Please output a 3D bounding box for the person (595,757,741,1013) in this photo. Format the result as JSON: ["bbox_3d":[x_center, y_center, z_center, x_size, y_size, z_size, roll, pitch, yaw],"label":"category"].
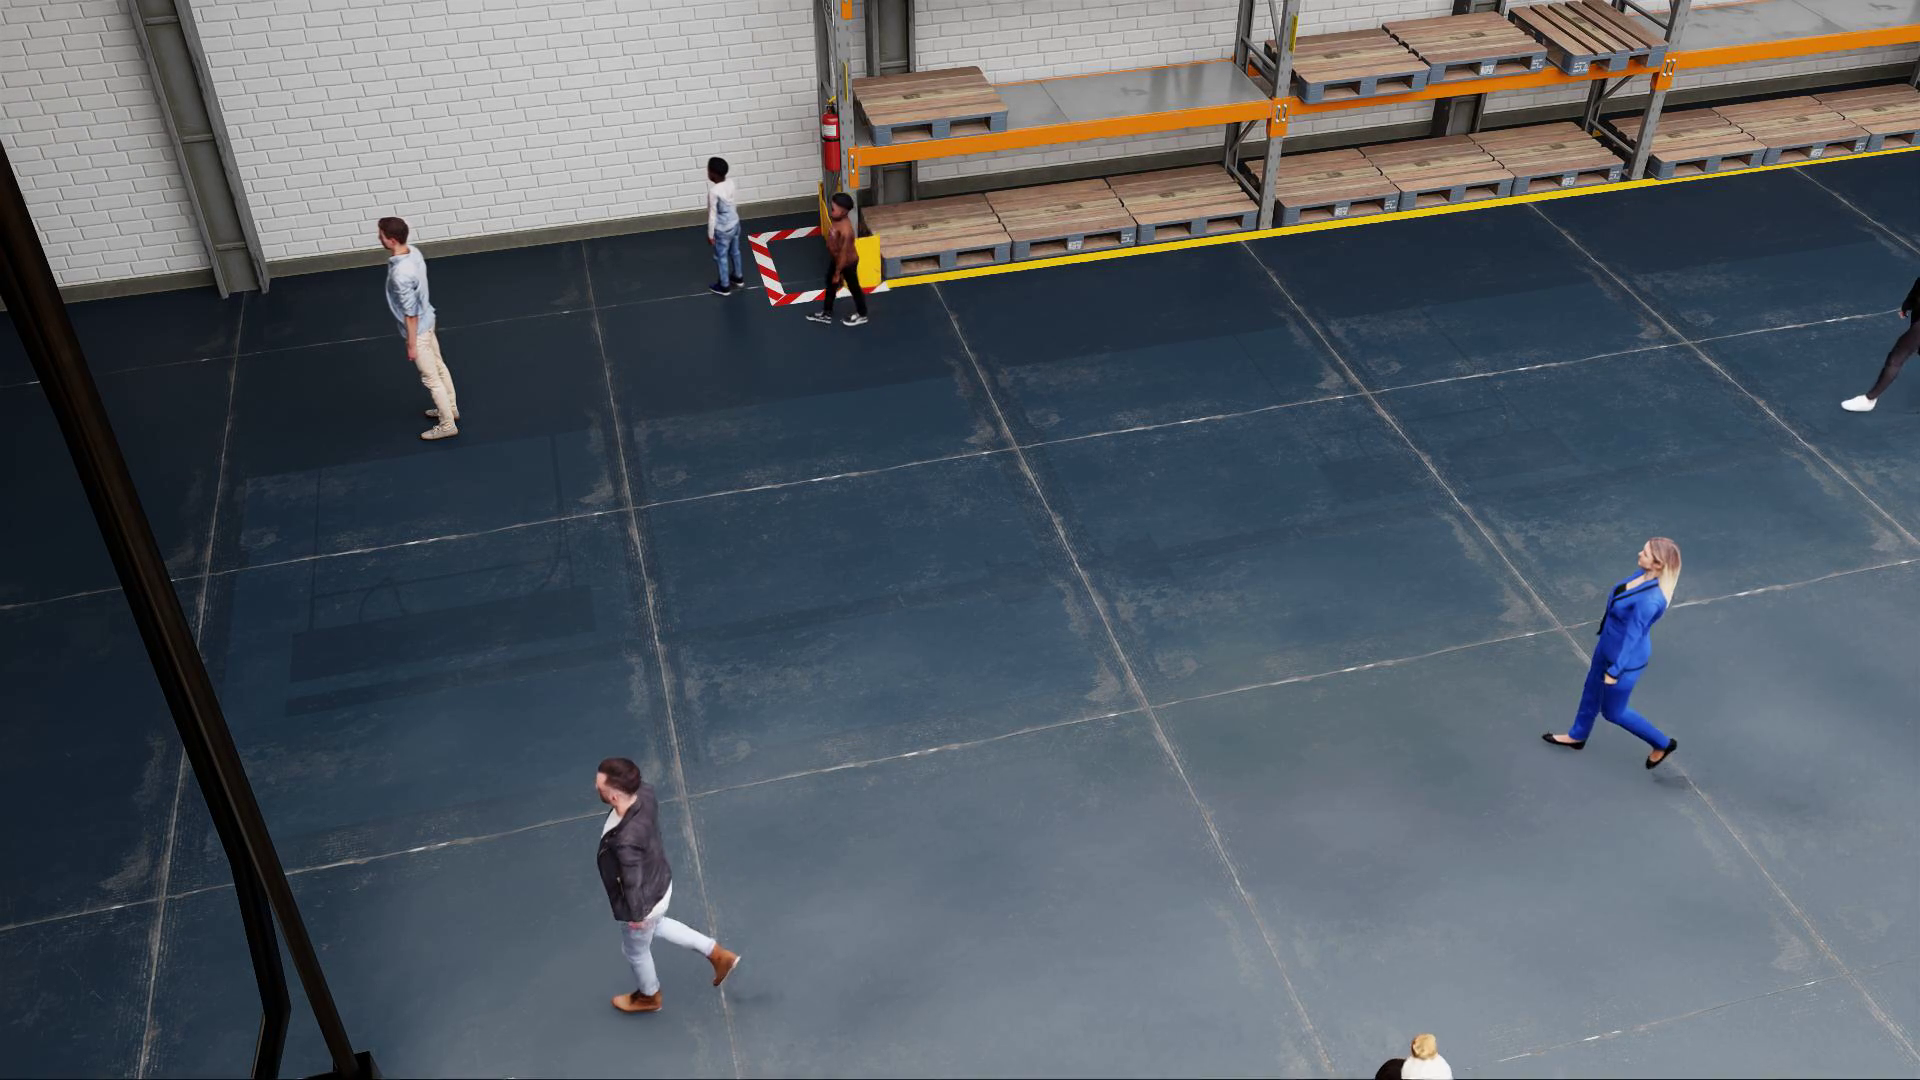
[{"bbox_3d":[-1.524,1.786,8.421,1.022,1.817,0.823,1,39,1],"label":"person"}]

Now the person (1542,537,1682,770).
[{"bbox_3d":[4.024,0.706,9.880,1.078,1.684,0.926,11,40,13],"label":"person"}]

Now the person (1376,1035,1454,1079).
[{"bbox_3d":[1.812,2.720,7.202,0.967,1.879,0.895,22,44,25],"label":"person"}]

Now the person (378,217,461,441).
[{"bbox_3d":[-4.121,-1.616,12.658,0.588,1.846,0.685,-3,39,-4],"label":"person"}]

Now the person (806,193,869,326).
[{"bbox_3d":[-0.914,-2.365,14.084,0.736,1.236,0.524,-10,40,-12],"label":"person"}]

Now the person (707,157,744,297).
[{"bbox_3d":[-2.063,-2.763,14.565,0.641,1.259,0.577,22,44,25],"label":"person"}]

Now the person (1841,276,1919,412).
[{"bbox_3d":[7.615,-1.709,12.934,1.212,1.646,0.773,-2,39,-3],"label":"person"}]
